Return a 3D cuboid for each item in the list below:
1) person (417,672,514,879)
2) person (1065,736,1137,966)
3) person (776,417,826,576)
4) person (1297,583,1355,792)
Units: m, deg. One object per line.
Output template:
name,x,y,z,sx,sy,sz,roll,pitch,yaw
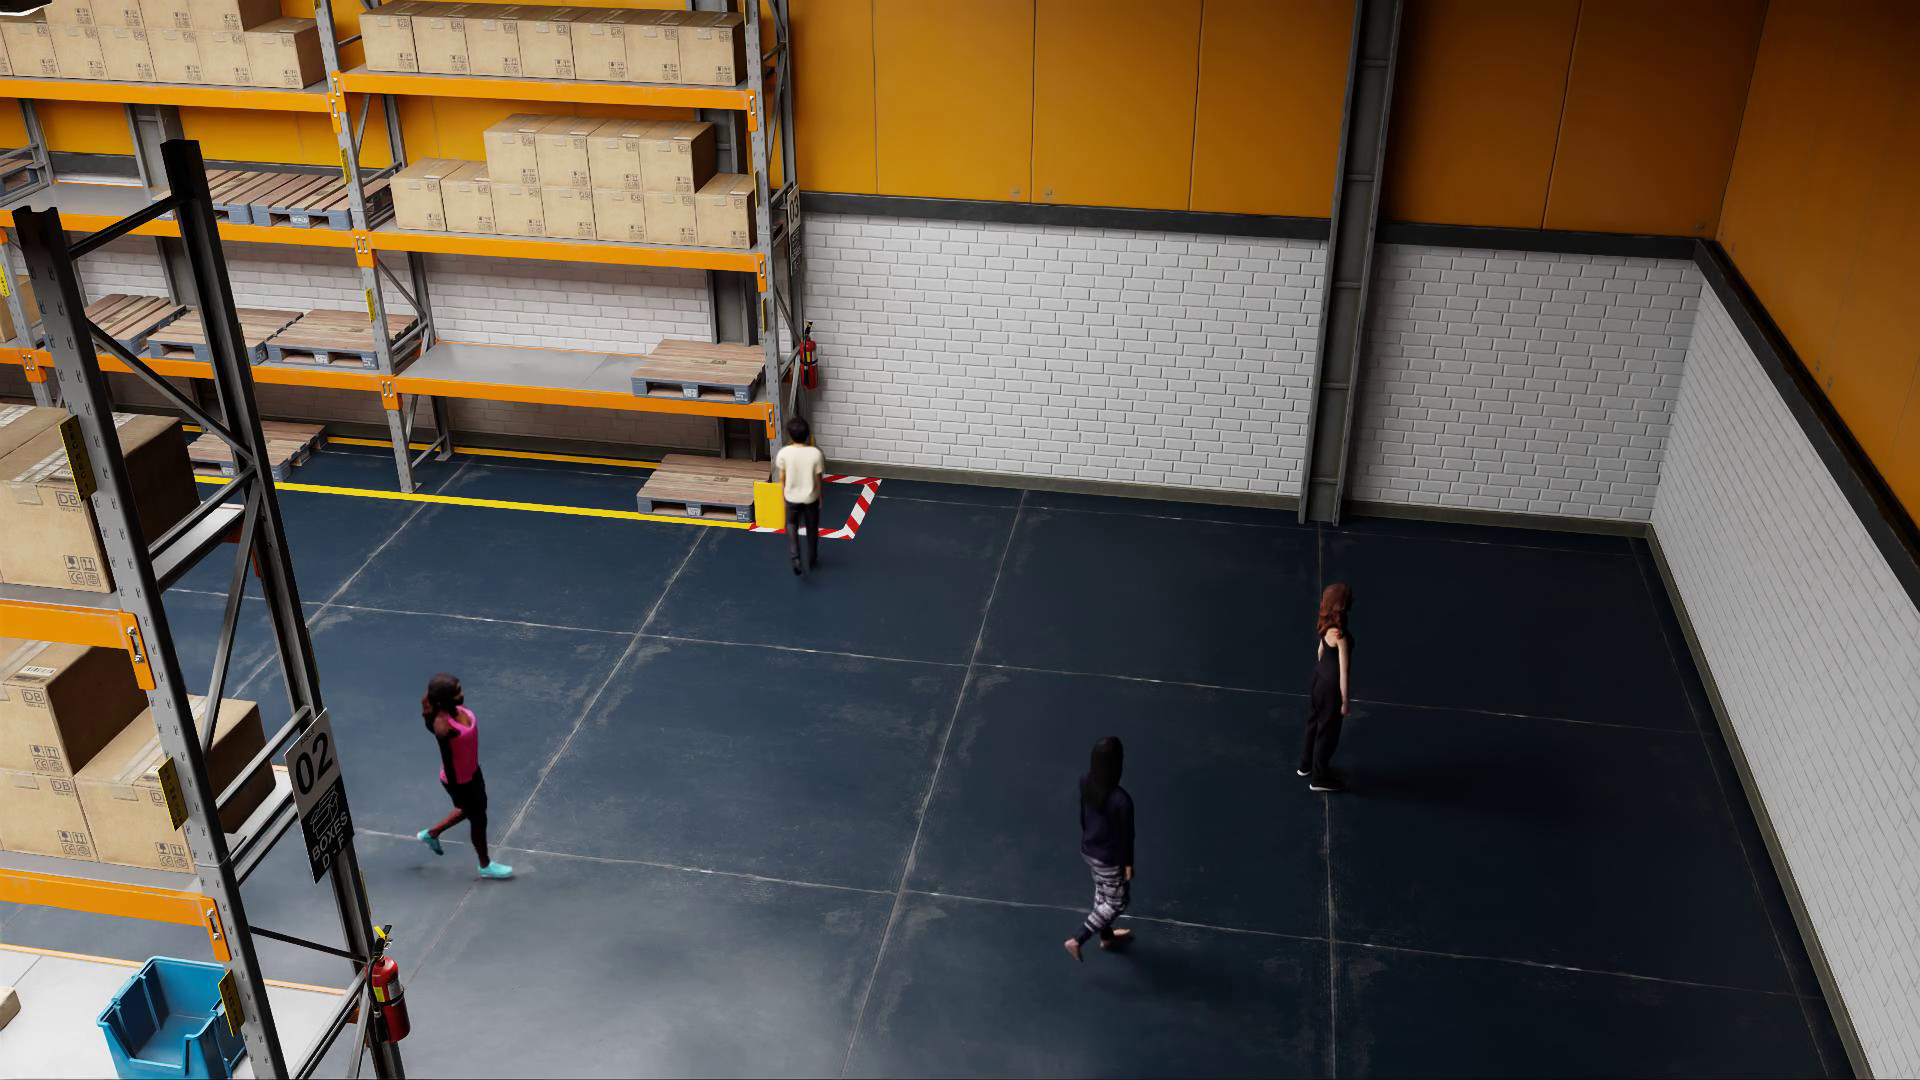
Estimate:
person,-3.531,1.640,11.545,0.917,1.708,0.617,2,29,4
person,0.907,2.044,10.790,0.951,1.722,0.905,-21,35,-33
person,-1.464,-0.381,15.379,0.742,1.584,0.752,-2,29,-4
person,2.765,1.090,12.511,0.649,1.748,0.648,-6,29,-12
